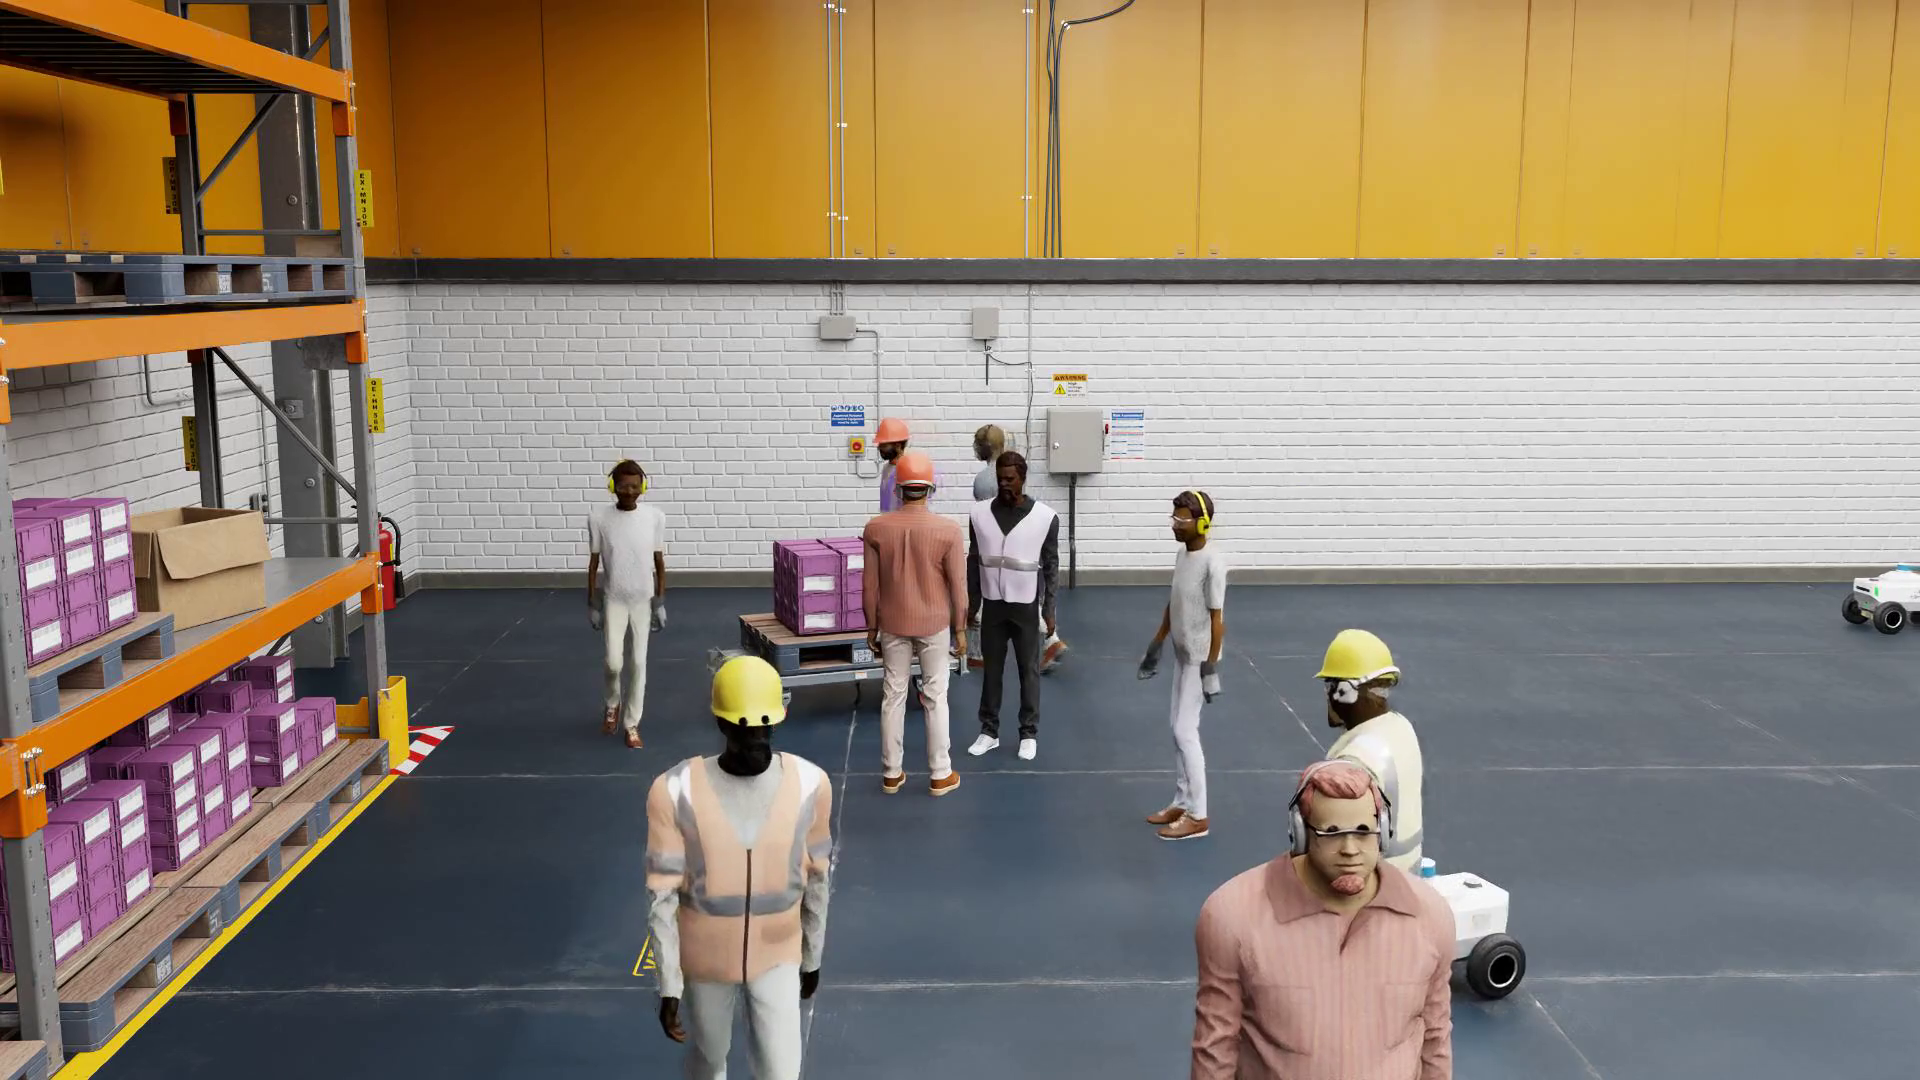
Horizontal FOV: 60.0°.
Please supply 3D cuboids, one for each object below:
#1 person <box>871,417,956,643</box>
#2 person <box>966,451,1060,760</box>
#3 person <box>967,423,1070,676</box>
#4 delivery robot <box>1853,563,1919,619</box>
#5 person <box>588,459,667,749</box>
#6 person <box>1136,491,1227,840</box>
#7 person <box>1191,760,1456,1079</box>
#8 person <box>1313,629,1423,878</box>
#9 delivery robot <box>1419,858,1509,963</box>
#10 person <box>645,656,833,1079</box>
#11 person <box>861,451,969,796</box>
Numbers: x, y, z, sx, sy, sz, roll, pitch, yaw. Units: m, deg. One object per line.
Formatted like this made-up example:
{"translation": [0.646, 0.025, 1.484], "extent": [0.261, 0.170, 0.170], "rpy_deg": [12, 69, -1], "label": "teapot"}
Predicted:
{"translation": [-0.391, -0.006, 12.890], "extent": [0.880, 1.914, 0.559], "rpy_deg": [-4, 10, -21], "label": "person"}
{"translation": [0.324, 0.400, 10.343], "extent": [0.589, 1.920, 0.395], "rpy_deg": [4, 10, 21], "label": "person"}
{"translation": [0.379, 0.084, 12.381], "extent": [0.904, 1.907, 0.637], "rpy_deg": [6, 11, 34], "label": "person"}
{"translation": [7.933, 0.436, 14.009], "extent": [0.707, 0.478, 0.477], "rpy_deg": [-1, 9, -6], "label": "delivery robot"}
{"translation": [-2.107, 0.398, 10.569], "extent": [0.499, 1.850, 0.425], "rpy_deg": [-3, 10, -18], "label": "person"}
{"translation": [1.202, 0.657, 8.954], "extent": [0.401, 1.864, 0.534], "rpy_deg": [-2, 9, -13], "label": "person"}
{"translation": [0.868, 1.448, 3.952], "extent": [0.639, 1.911, 0.402], "rpy_deg": [-1, 9, -5], "label": "person"}
{"translation": [1.296, 1.201, 5.794], "extent": [0.686, 1.797, 0.596], "rpy_deg": [6, 11, 33], "label": "person"}
{"translation": [1.936, 1.581, 6.989], "extent": [0.707, 0.478, 0.477], "rpy_deg": [-4, 10, -21], "label": "delivery robot"}
{"translation": [-0.675, 1.268, 5.163], "extent": [0.586, 1.882, 1.005], "rpy_deg": [-2, 10, -14], "label": "person"}
{"translation": [-0.254, 0.484, 9.588], "extent": [0.622, 1.996, 0.369], "rpy_deg": [2, 9, 12], "label": "person"}
